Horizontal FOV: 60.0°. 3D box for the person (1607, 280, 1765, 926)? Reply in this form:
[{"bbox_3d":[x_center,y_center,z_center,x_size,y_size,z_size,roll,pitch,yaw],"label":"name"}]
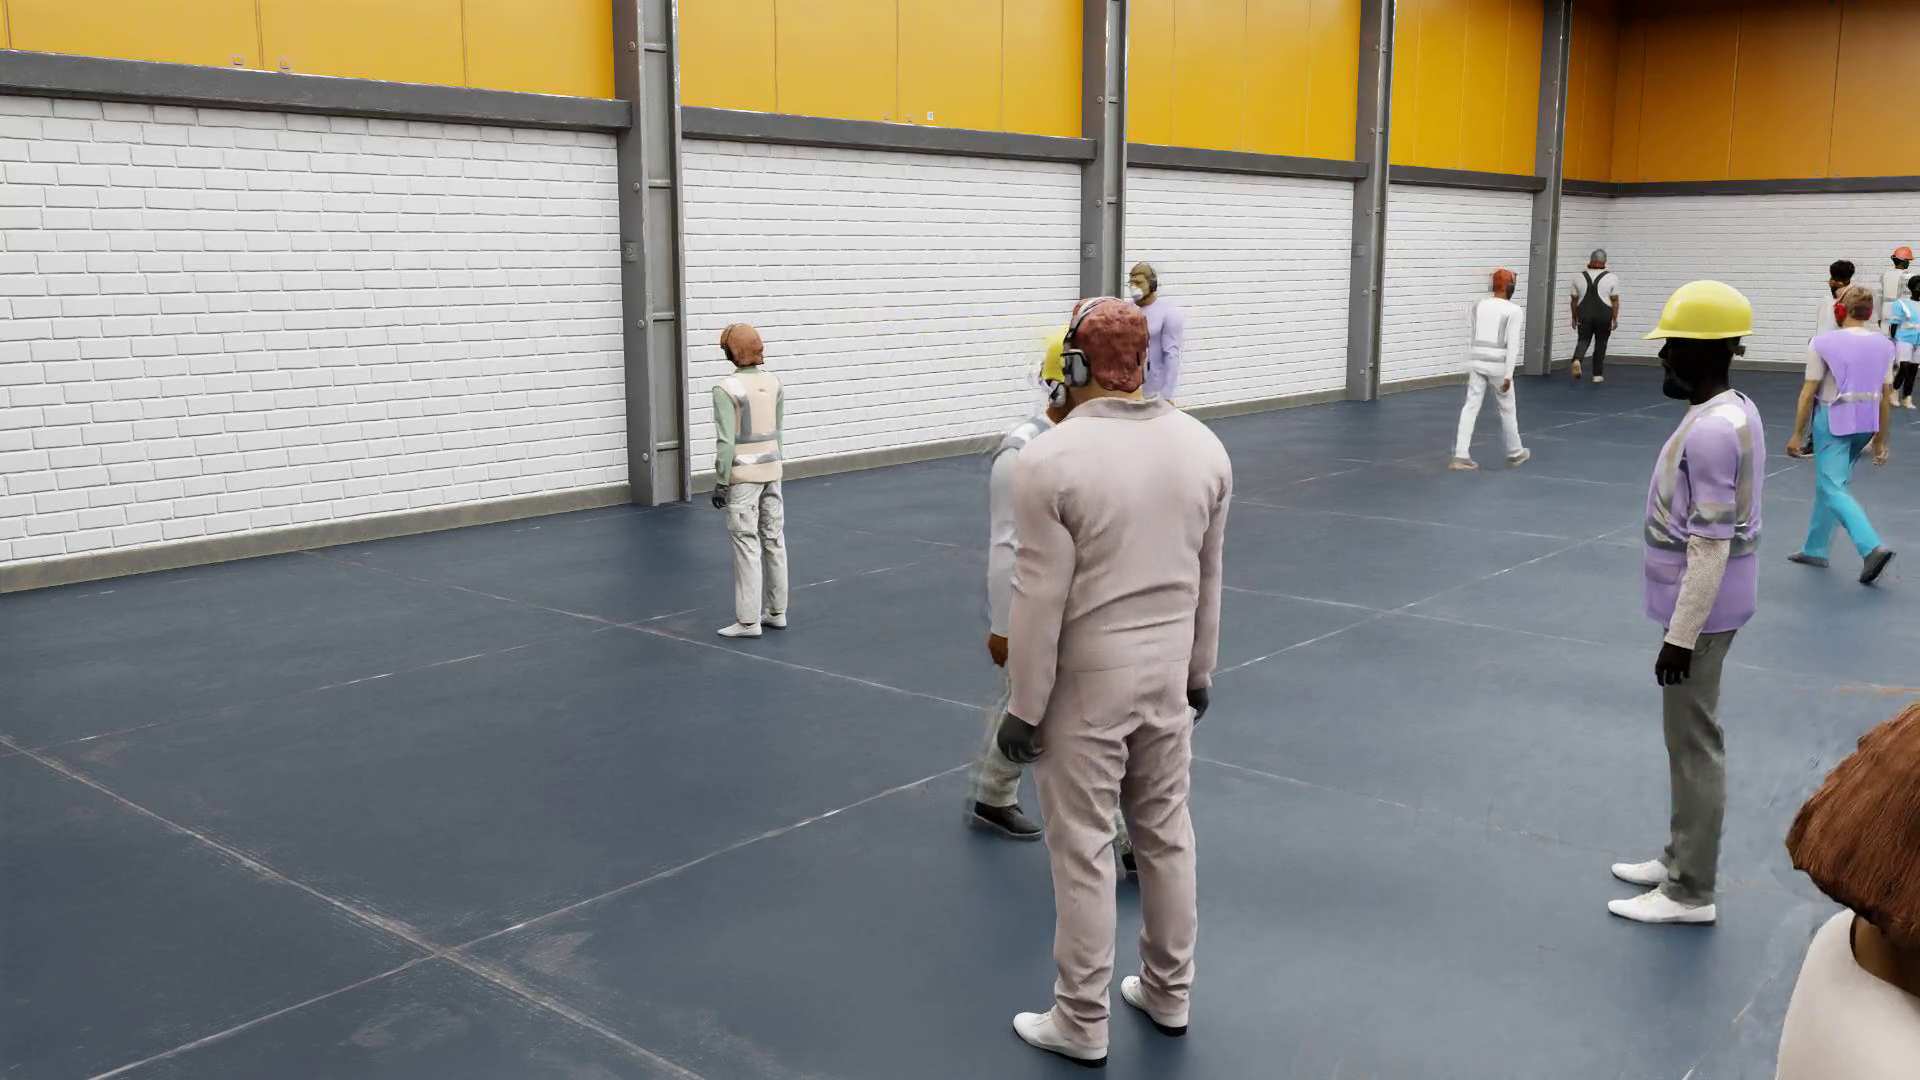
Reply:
[{"bbox_3d":[2.180,0.197,4.991,0.378,1.926,0.603,5,11,24],"label":"person"}]

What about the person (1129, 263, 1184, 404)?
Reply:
[{"bbox_3d":[1.304,-1.098,12.415,0.661,1.901,0.928,8,13,39],"label":"person"}]

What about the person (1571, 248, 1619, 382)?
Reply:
[{"bbox_3d":[9.611,-3.402,25.151,0.691,2.000,0.611,7,12,36],"label":"person"}]

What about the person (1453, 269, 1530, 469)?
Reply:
[{"bbox_3d":[4.903,-1.560,15.289,0.980,1.833,0.585,-8,13,-40],"label":"person"}]

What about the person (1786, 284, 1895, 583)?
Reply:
[{"bbox_3d":[5.484,-0.665,10.244,0.566,1.808,0.887,-3,10,-15],"label":"person"}]

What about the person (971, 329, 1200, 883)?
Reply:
[{"bbox_3d":[0.385,0.196,5.431,0.967,1.771,0.587,7,12,36],"label":"person"}]

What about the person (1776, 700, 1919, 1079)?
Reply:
[{"bbox_3d":[0.886,0.931,1.688,0.401,1.620,0.506,6,11,30],"label":"person"}]

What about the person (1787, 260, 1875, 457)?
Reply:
[{"bbox_3d":[8.583,-1.752,16.123,0.936,1.922,0.603,-1,10,-7],"label":"person"}]

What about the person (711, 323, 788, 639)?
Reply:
[{"bbox_3d":[-1.096,-0.303,8.659,0.315,1.636,0.515,6,12,32],"label":"person"}]

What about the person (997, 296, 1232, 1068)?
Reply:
[{"bbox_3d":[0.362,0.351,4.170,0.652,1.904,0.402,-7,12,-33],"label":"person"}]

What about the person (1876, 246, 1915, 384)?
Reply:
[{"bbox_3d":[13.992,-3.350,24.846,0.372,2.042,0.615,-3,10,-18],"label":"person"}]

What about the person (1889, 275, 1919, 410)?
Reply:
[{"bbox_3d":[11.880,-2.458,20.759,0.551,1.685,0.366,-1,10,-5],"label":"person"}]
